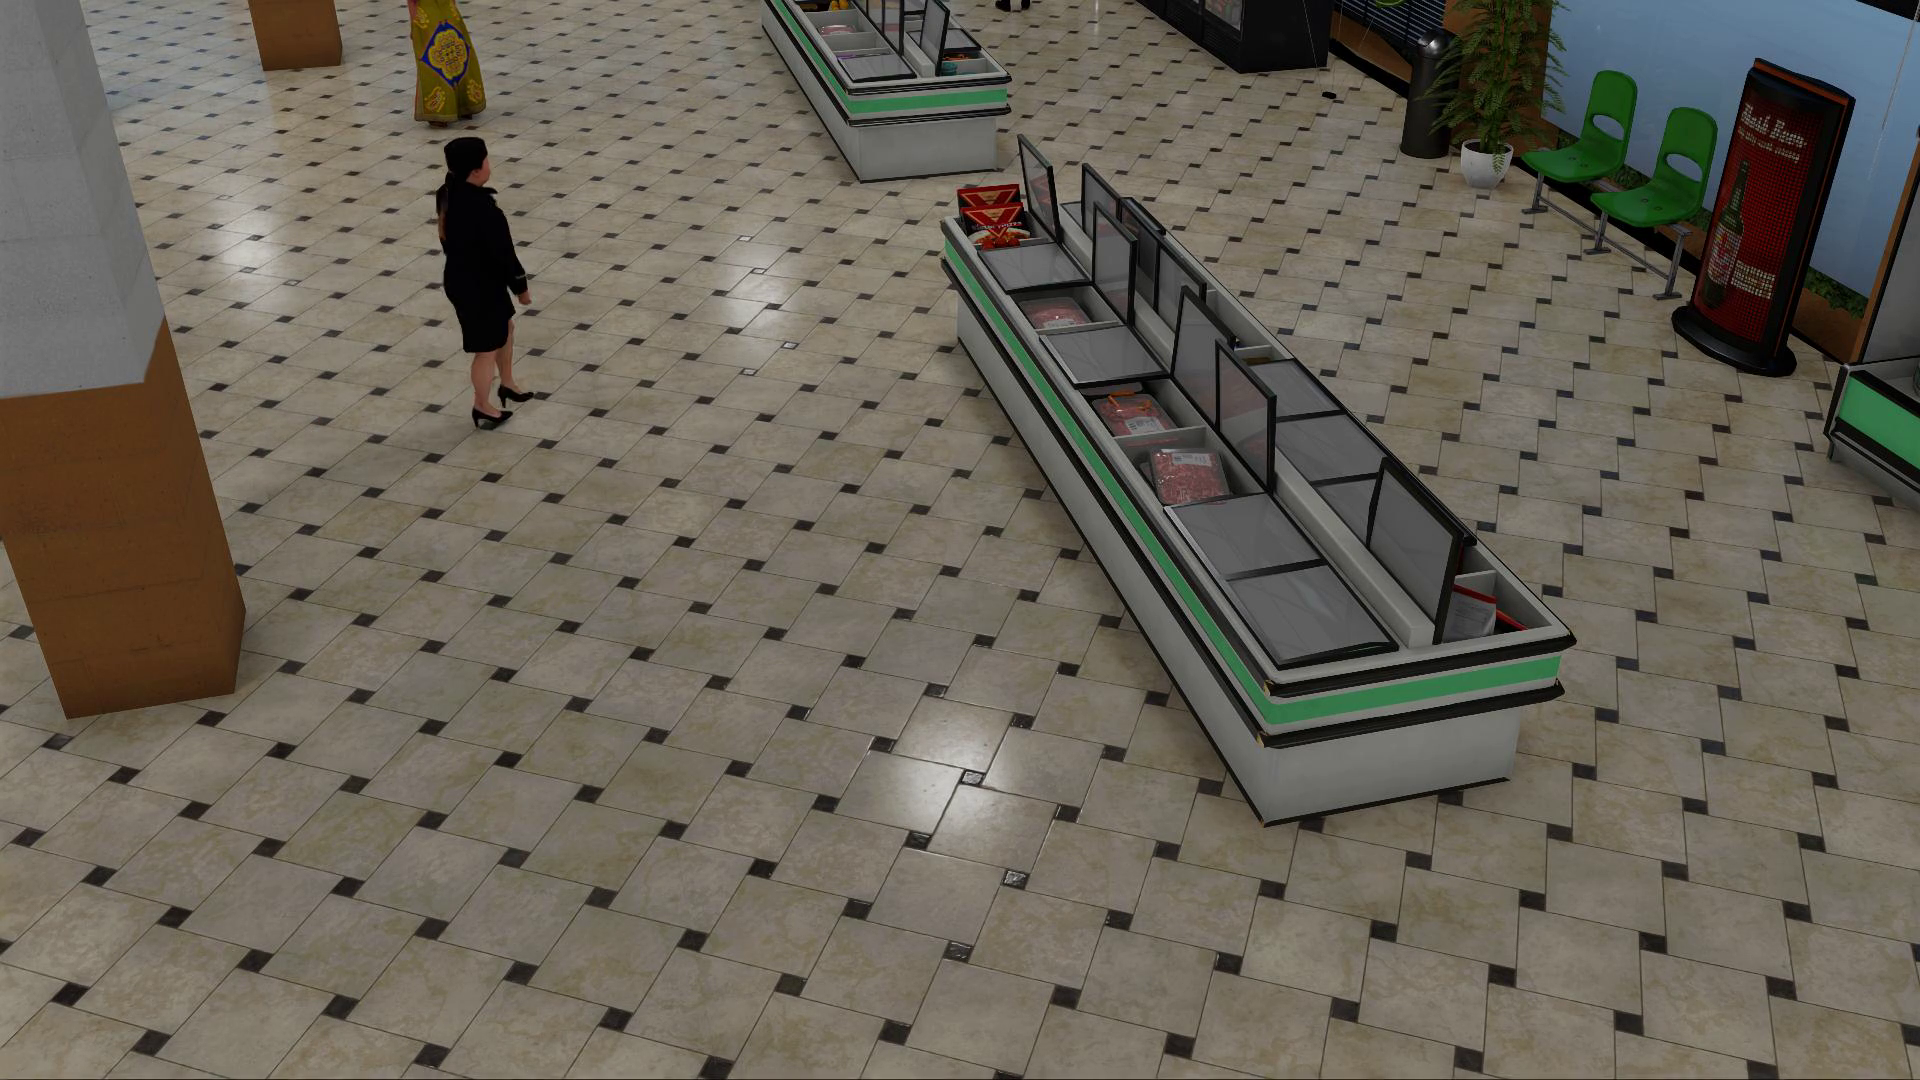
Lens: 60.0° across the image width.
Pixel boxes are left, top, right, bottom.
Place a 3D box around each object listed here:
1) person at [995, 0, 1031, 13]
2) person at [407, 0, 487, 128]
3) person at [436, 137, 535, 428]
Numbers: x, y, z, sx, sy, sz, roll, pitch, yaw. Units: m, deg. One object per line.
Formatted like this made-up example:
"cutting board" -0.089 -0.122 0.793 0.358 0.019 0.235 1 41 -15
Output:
"person" 0.574 -6.384 17.133 0.631 1.793 0.507 -8 33 -13
"person" -4.406 -4.325 13.952 1.031 1.657 1.005 23 39 32
"person" -2.724 -1.374 9.210 0.922 1.657 0.821 -27 41 -36
